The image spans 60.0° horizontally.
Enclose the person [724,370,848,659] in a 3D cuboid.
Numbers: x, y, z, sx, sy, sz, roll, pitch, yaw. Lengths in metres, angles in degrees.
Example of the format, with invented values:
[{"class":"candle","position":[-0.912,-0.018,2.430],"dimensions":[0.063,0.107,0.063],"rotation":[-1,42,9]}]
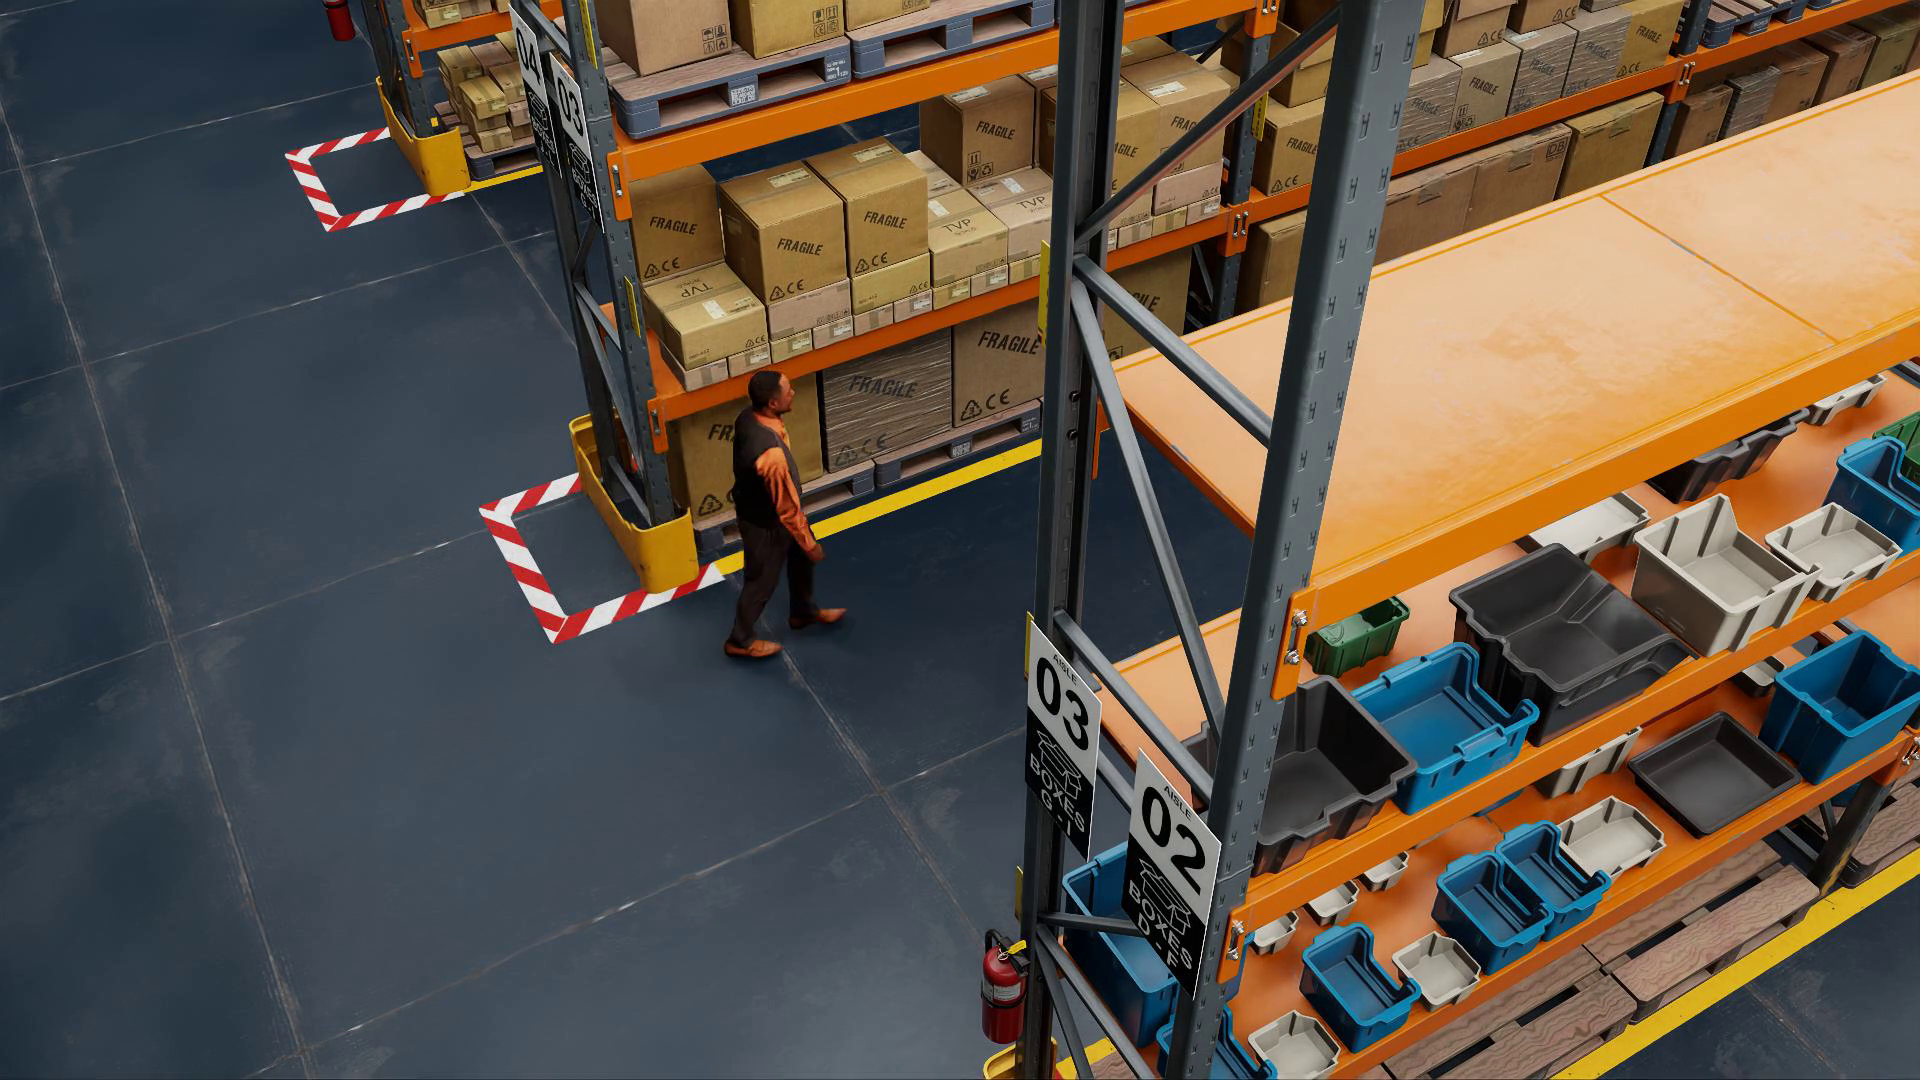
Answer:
[{"class":"person","position":[-1.127,-0.078,8.817],"dimensions":[1.051,1.880,0.873],"rotation":[-6,43,-6]}]
